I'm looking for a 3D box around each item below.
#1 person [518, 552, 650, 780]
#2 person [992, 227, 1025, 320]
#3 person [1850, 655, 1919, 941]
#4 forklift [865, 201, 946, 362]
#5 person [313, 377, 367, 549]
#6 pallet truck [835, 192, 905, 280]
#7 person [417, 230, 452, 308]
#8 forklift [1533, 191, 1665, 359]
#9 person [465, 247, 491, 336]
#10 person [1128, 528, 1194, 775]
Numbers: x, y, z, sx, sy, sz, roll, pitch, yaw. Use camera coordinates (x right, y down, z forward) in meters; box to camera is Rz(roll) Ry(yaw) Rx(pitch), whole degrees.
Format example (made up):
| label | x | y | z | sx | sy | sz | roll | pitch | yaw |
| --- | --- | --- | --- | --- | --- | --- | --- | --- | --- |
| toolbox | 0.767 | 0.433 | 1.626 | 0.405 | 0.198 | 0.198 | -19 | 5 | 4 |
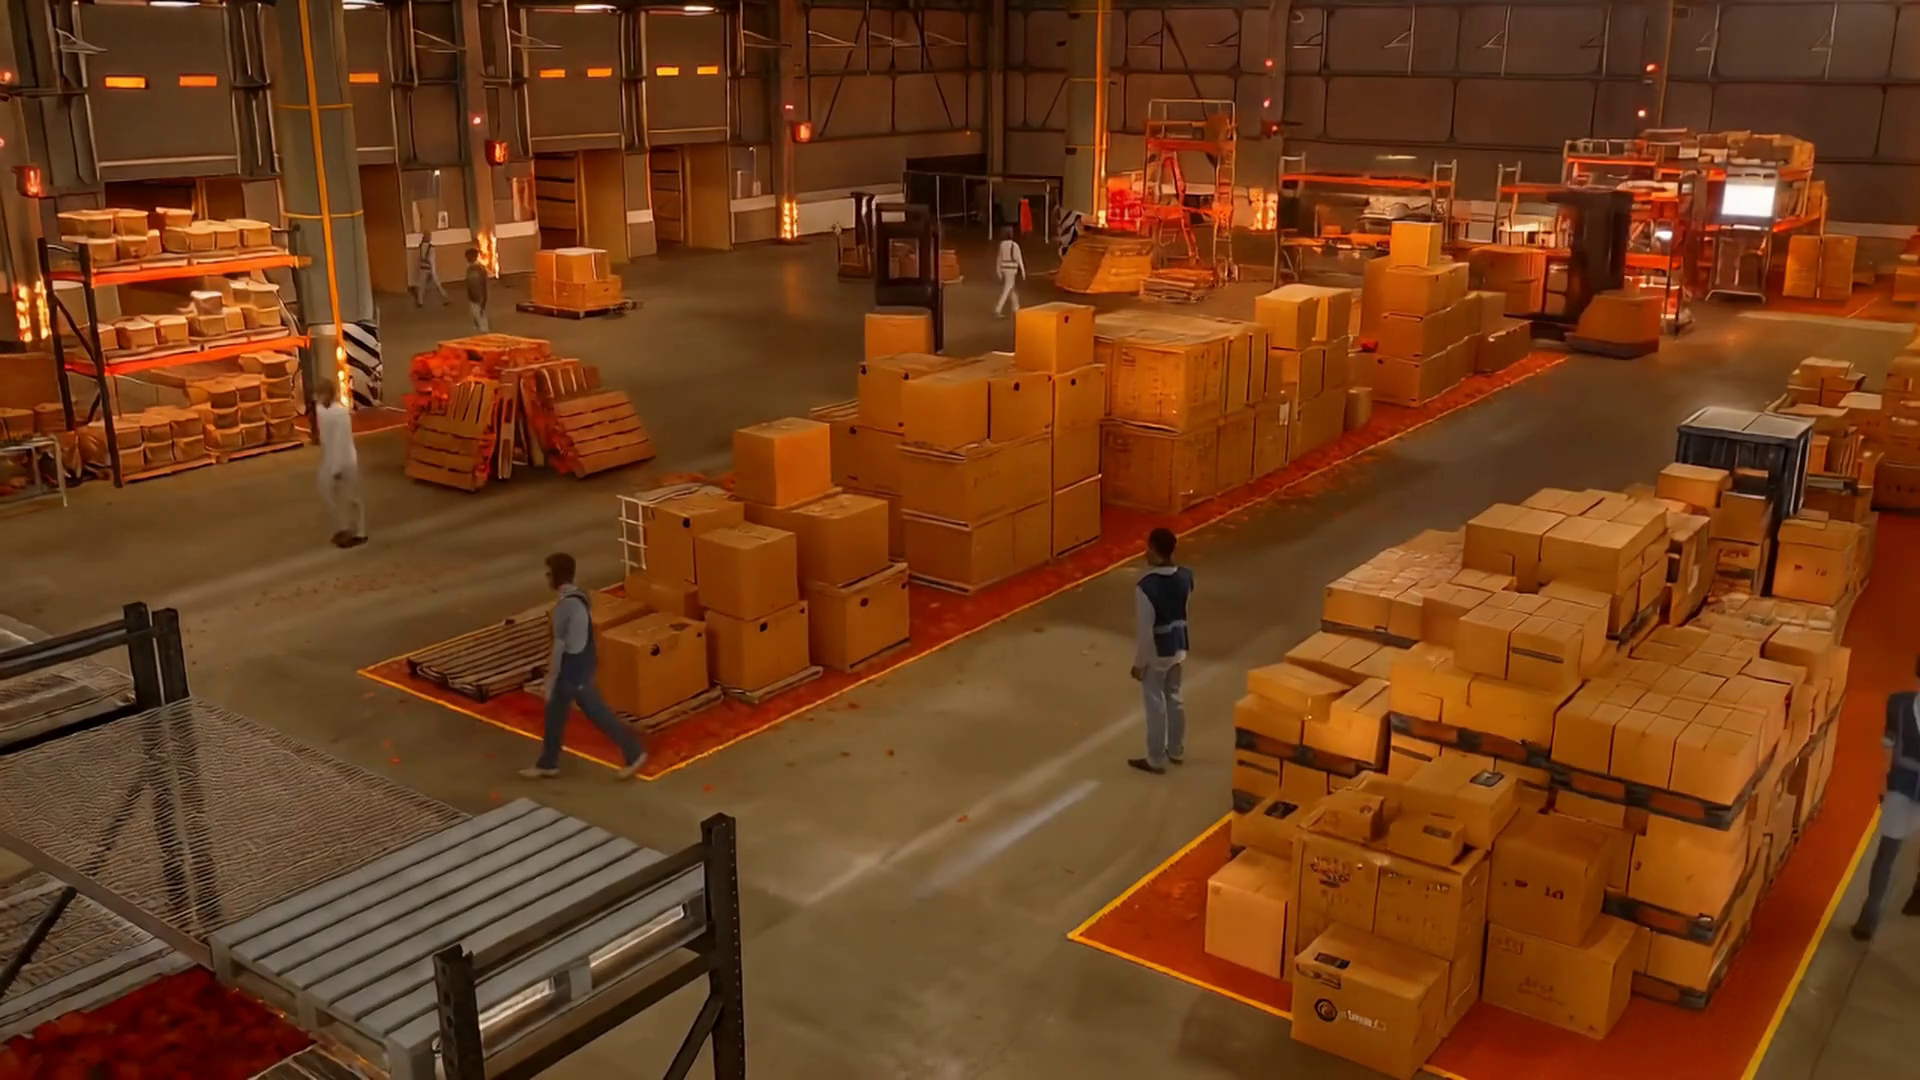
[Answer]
| label | x | y | z | sx | sy | sz | roll | pitch | yaw |
| --- | --- | --- | --- | --- | --- | --- | --- | --- | --- |
| person | -2.836 | 0.960 | 12.454 | 0.981 | 1.803 | 0.524 | -2 | 17 | -8 |
| person | 1.000 | -5.335 | 33.230 | 1.000 | 1.837 | 0.595 | -14 | 22 | -38 |
| person | 5.943 | 1.559 | 10.309 | 0.543 | 1.892 | 1.010 | 14 | 22 | 39 |
| forklift | -0.931 | -4.236 | 27.802 | 1.129 | 2.768 | 1.873 | 2 | 17 | 8 |
| person | -6.829 | -0.833 | 18.172 | 0.529 | 1.920 | 0.643 | -15 | 22 | -40 |
| pallet truck | -1.936 | -7.159 | 38.982 | 1.885 | 1.965 | 0.823 | -12 | 21 | -34 |
| person | -11.077 | -5.675 | 34.760 | 0.529 | 1.593 | 0.881 | 8 | 19 | 26 |
| forklift | 11.449 | -4.745 | 29.487 | 1.129 | 2.768 | 1.873 | -13 | 21 | -36 |
| person | -8.455 | -4.151 | 29.125 | 0.372 | 1.939 | 0.631 | -12 | 21 | -36 |
| person | 1.539 | 0.844 | 12.620 | 0.371 | 1.916 | 0.597 | 16 | 23 | 43 |
